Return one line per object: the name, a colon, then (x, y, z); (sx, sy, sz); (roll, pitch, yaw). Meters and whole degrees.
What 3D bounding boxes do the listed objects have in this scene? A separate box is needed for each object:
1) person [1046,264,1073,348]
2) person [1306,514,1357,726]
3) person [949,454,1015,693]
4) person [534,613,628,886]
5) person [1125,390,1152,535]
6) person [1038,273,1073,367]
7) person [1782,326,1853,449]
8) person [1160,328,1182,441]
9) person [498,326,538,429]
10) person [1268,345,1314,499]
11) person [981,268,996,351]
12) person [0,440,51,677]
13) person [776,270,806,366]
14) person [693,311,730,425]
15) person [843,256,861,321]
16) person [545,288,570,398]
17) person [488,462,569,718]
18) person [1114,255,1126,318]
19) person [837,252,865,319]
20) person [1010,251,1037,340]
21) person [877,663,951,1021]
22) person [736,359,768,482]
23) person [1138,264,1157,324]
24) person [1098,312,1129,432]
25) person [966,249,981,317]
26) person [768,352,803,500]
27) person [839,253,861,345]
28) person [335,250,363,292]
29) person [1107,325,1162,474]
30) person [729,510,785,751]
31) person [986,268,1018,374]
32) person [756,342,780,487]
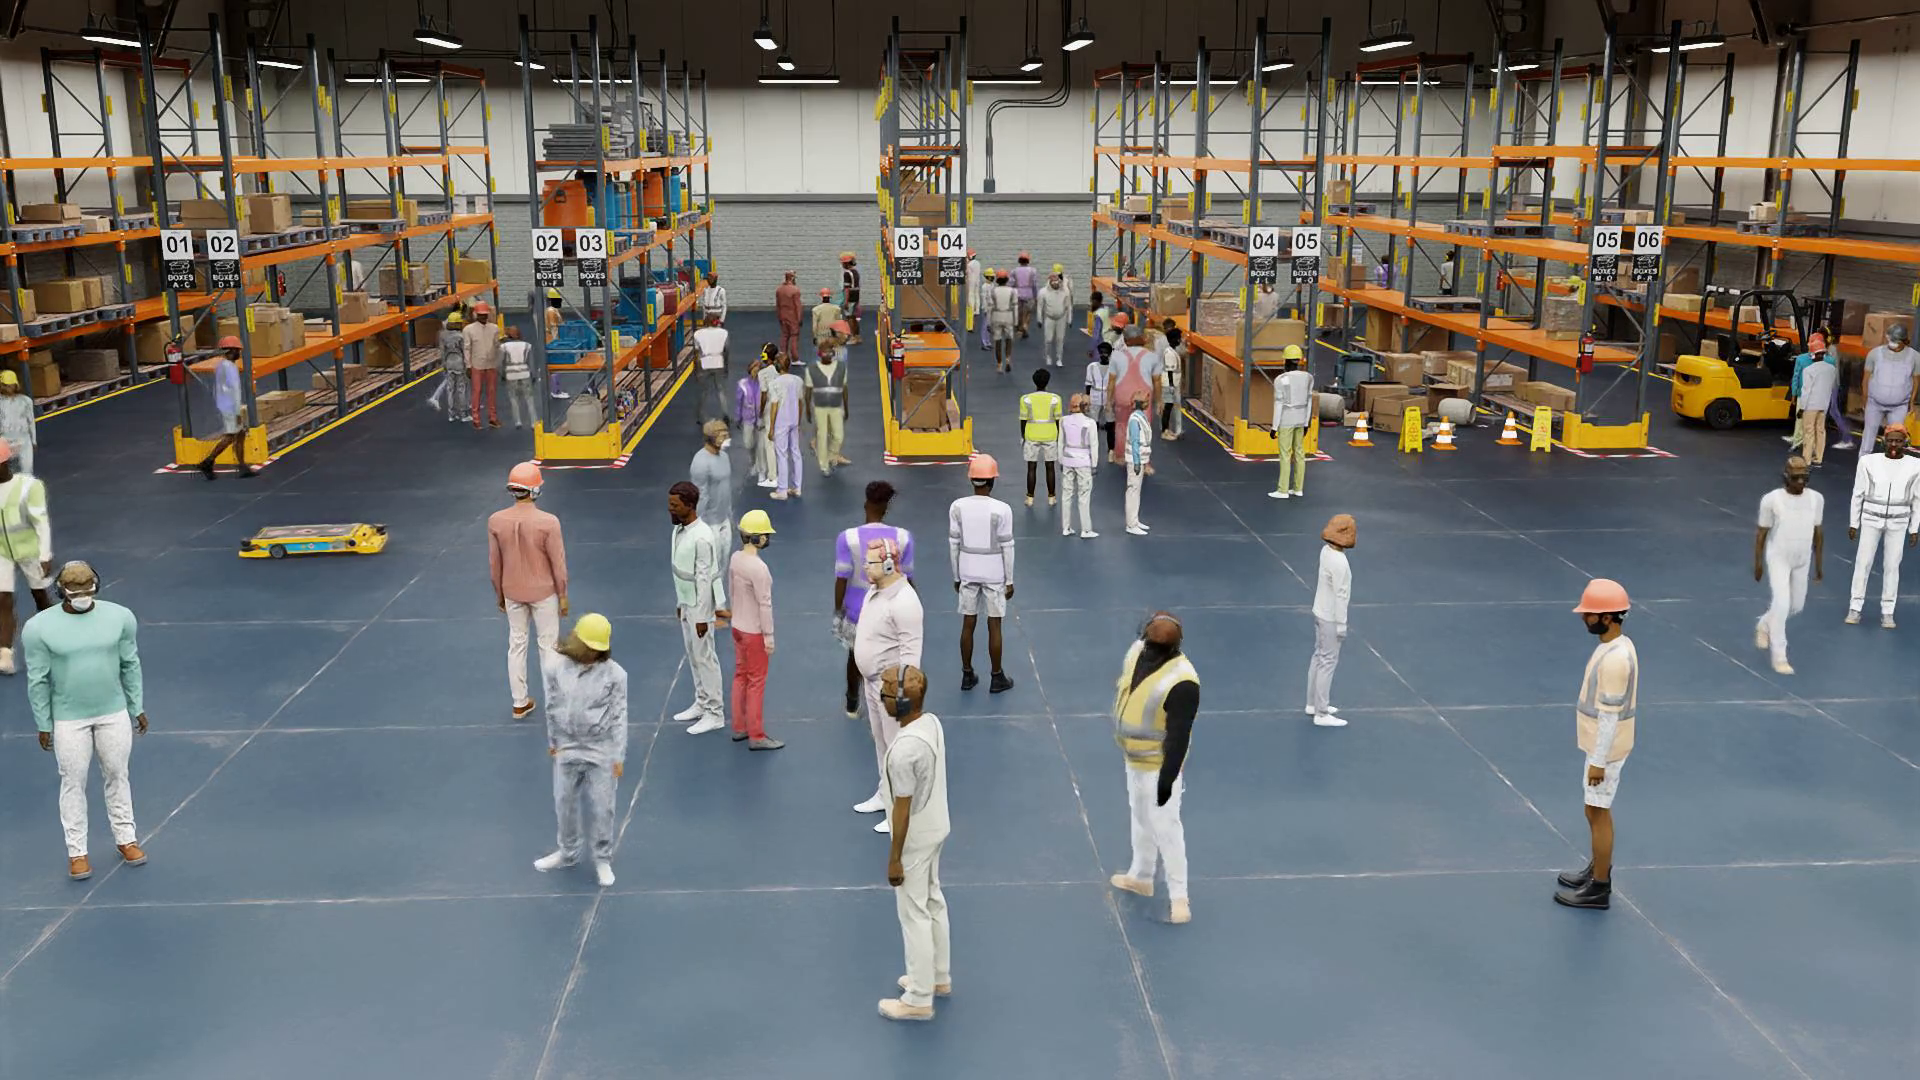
person: (2.168, -5.111, 36.375); (0.595, 1.839, 1.072); (2, 13, 7)
person: (2.832, 0.597, 12.634); (0.288, 1.626, 0.497); (-1, 13, -3)
person: (0.188, 0.271, 13.338); (0.542, 1.940, 0.355); (5, 14, 21)
person: (-2.236, 1.224, 9.807); (0.620, 1.698, 0.433); (2, 13, 9)
person: (2.020, -0.888, 18.886); (0.310, 1.642, 0.514); (3, 14, 12)
person: (1.900, -4.383, 33.162); (0.679, 1.881, 0.435); (-2, 13, -9)
person: (12.569, -2.209, 24.161); (0.975, 1.803, 0.576); (4, 14, 18)
person: (3.151, -2.335, 24.920); (0.319, 1.689, 0.539); (2, 13, 9)
person: (-6.870, -2.518, 25.843); (0.548, 1.608, 0.425); (-6, 15, -25)
person: (4.115, -1.469, 20.732); (0.588, 1.927, 0.369); (-8, 15, -29)
person: (0.634, -4.993, 36.006); (0.314, 1.769, 0.524); (5, 14, 20)
person: (-7.873, 0.126, 13.848); (0.644, 1.977, 1.050); (-2, 13, -9)
person: (-3.394, -4.472, 33.501); (0.652, 1.906, 0.402); (11, 17, 39)
person: (-3.887, -2.675, 26.110); (0.603, 1.803, 0.677); (-4, 14, -15)
person: (-2.718, -6.337, 41.986); (0.505, 1.632, 0.269); (-10, 17, -36)
person: (-7.054, -3.444, 29.103); (0.371, 1.927, 0.588); (-4, 14, -15)
person: (-3.269, 0.395, 12.693); (0.610, 1.996, 0.379); (3, 14, 11)
person: (4.109, -6.497, 42.676); (0.280, 1.631, 0.509); (-1, 13, -5)
person: (-2.894, -6.490, 42.424); (0.862, 1.728, 0.516); (0, 13, 1)
person: (1.444, -5.541, 37.767); (0.635, 2.025, 0.477); (2, 13, 10)
person: (-0.229, 1.503, 8.349); (0.340, 1.838, 0.502); (4, 14, 17)
person: (-2.659, -1.570, 21.812); (0.550, 1.620, 0.405); (0, 13, -1)
person: (4.520, -5.884, 40.098); (0.525, 1.615, 0.687); (-12, 18, -41)
person: (2.367, -2.541, 25.368); (0.369, 1.898, 0.673); (-9, 16, -33)
person: (0.312, -6.642, 43.044); (0.349, 1.743, 0.563); (8, 16, 31)
person: (-2.177, -1.420, 20.702); (0.345, 1.847, 0.508); (13, 18, 43)
person: (-2.459, -5.333, 36.889); (0.441, 2.029, 0.625); (4, 14, 16)
person: (-14.722, -6.069, 40.092); (0.643, 1.984, 0.442); (-1, 13, -5)
person: (2.371, -1.957, 22.557); (0.729, 2.000, 1.089); (1, 13, 5)
person: (-1.488, 0.648, 12.116); (0.329, 1.765, 0.533); (-9, 16, -32)
person: (0.814, -4.236, 32.224); (0.632, 2.030, 0.472); (0, 13, -2)
person: (-2.439, -1.614, 21.473); (0.313, 1.869, 0.538); (9, 16, 34)
